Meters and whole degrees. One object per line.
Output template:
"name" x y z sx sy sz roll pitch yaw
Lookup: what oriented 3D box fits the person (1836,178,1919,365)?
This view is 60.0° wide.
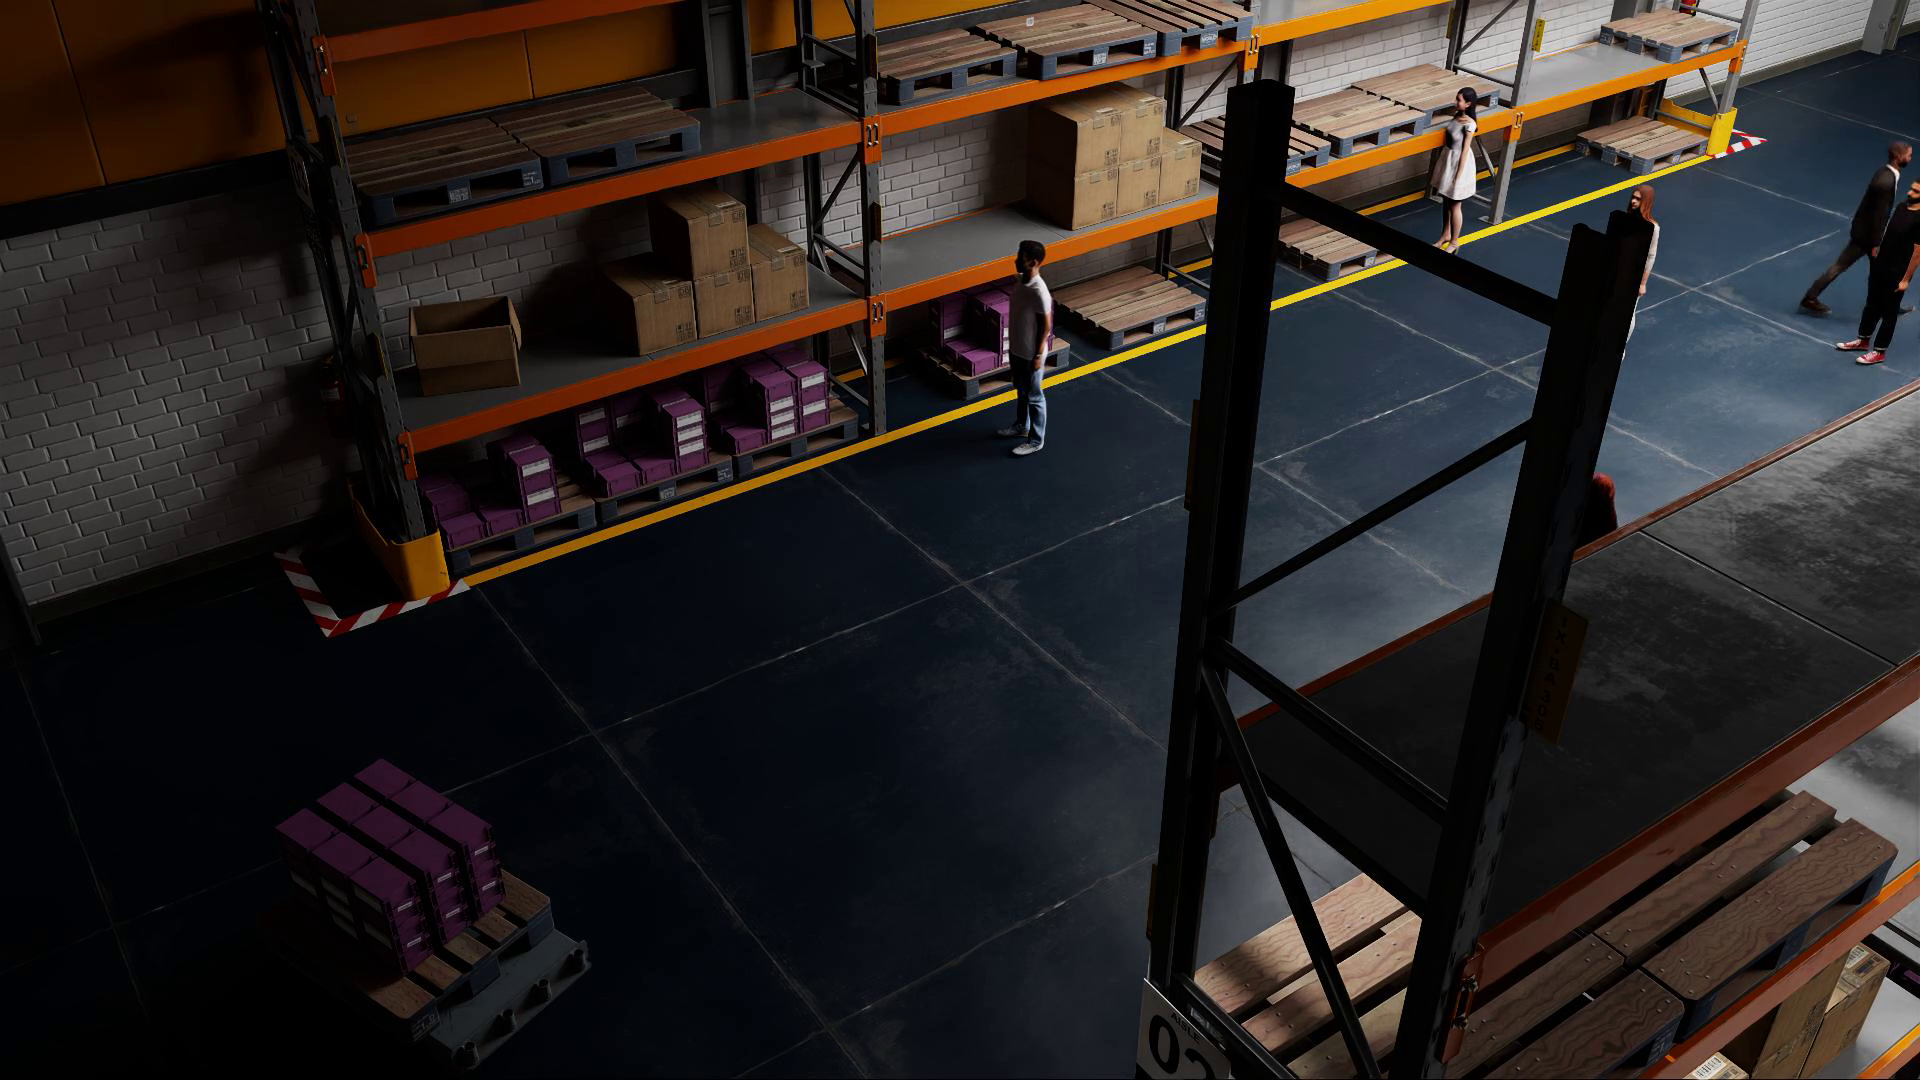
"person" 8.470 -2.458 15.073 0.719 1.758 0.716 -6 34 -8

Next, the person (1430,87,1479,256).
"person" 5.072 -3.769 17.035 0.797 1.769 0.774 -3 34 -5

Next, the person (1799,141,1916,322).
"person" 8.473 -2.888 15.736 1.119 1.740 1.258 18 37 24

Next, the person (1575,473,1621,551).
"person" 3.985 0.378 10.802 0.703 1.763 1.009 28 42 35

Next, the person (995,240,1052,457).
"person" 0.565 -1.595 13.679 0.669 1.866 0.732 -11 35 -16
